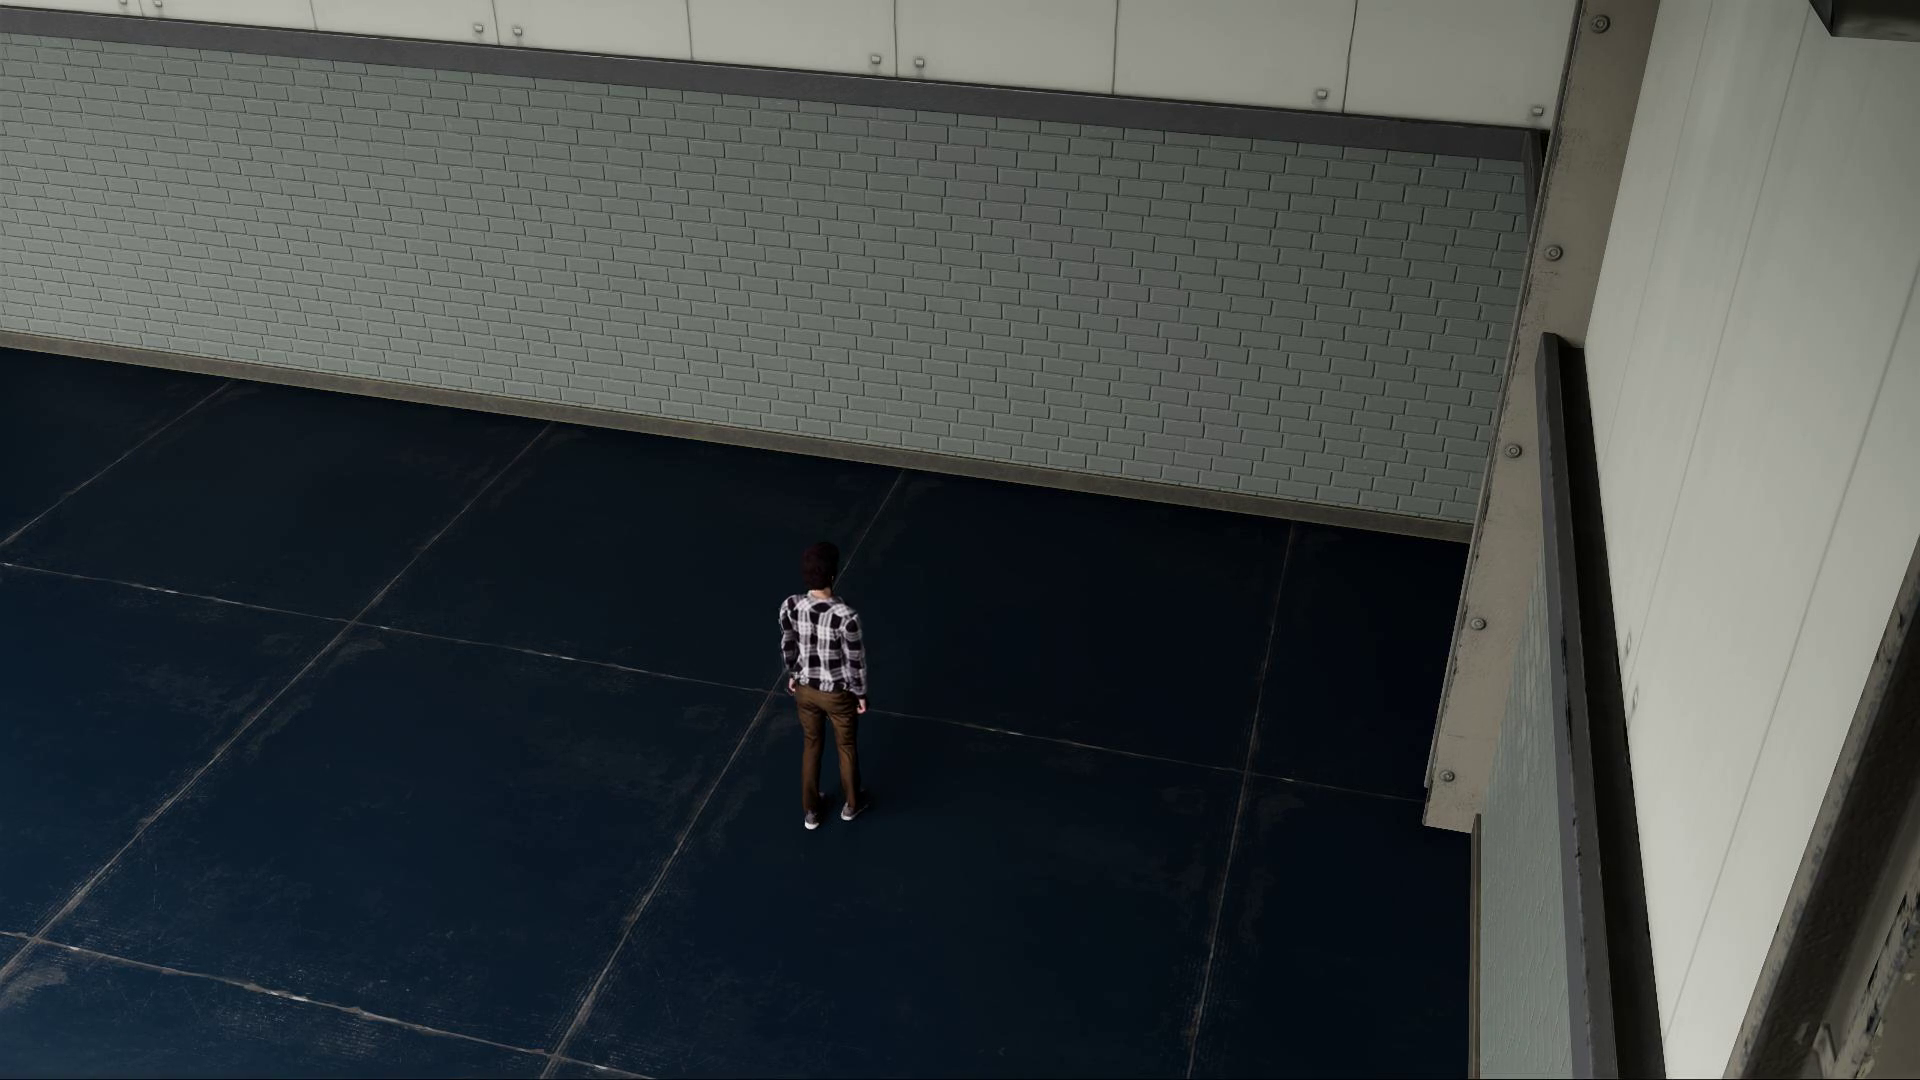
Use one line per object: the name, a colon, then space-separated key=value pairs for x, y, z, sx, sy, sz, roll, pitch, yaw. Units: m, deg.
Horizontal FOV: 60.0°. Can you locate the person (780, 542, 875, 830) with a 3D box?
person: x=-0.737 y=0.803 z=9.100 sx=0.643 sy=1.806 sz=0.651 roll=11 pitch=34 yaw=16
